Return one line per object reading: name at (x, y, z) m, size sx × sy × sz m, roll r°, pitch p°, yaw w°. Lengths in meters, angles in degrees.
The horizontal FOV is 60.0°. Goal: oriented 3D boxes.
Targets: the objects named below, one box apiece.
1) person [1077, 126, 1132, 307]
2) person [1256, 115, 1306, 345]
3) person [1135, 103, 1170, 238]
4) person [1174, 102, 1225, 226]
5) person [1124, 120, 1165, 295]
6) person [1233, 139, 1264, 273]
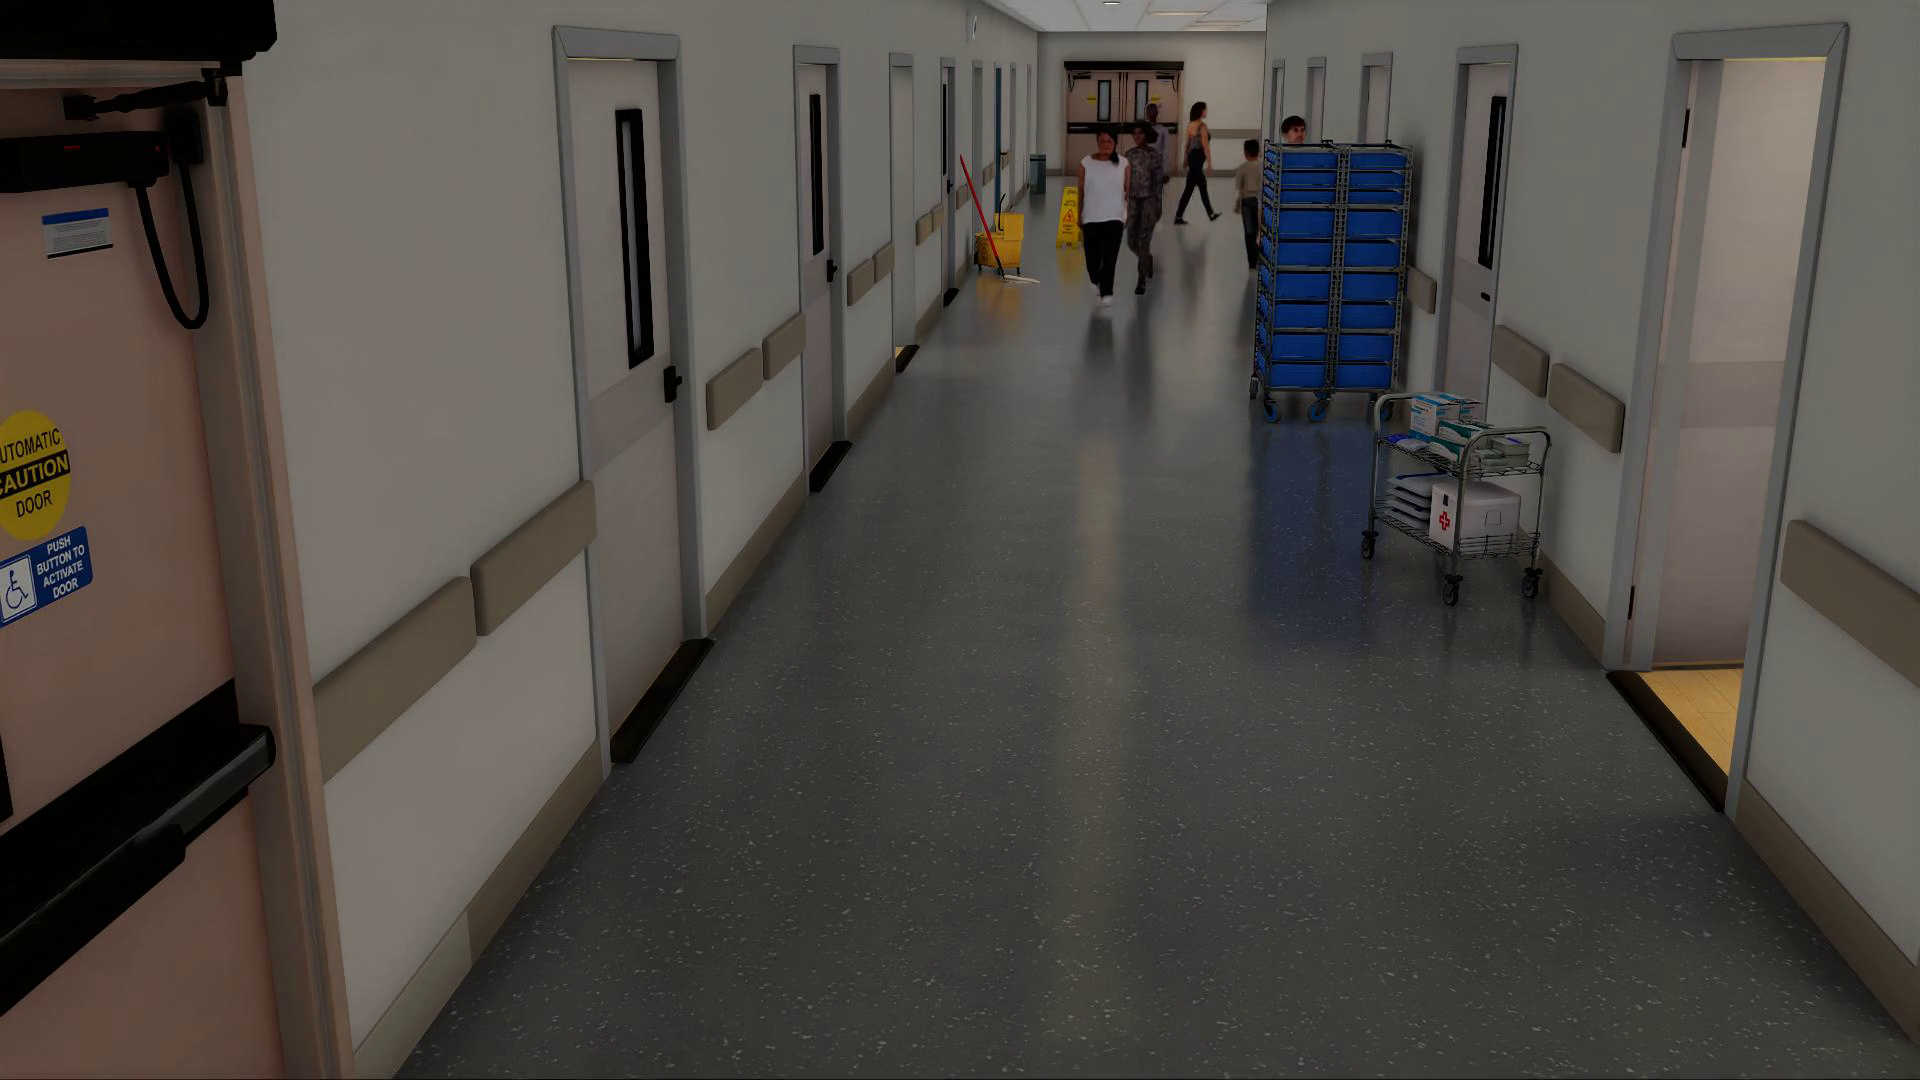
person at (1.386, -3.103, 15.971) m, size 0.700 × 1.665 × 1.004 m, roll 3°, pitch 16°, yaw 9°
person at (2.690, -2.532, 13.622) m, size 0.649 × 1.841 × 0.518 m, roll 1°, pitch 16°, yaw 5°
person at (2.618, -4.972, 22.420) m, size 0.732 × 1.763 × 0.761 m, roll 6°, pitch 17°, yaw 22°
person at (3.313, -5.376, 23.919) m, size 1.022 × 1.728 × 1.134 m, roll -7°, pitch 17°, yaw -22°
person at (1.863, -3.344, 16.768) m, size 0.771 × 1.697 × 1.025 m, roll 6°, pitch 17°, yaw 21°
person at (3.264, -3.696, 18.486) m, size 0.571 × 1.441 × 0.884 m, roll 1°, pitch 16°, yaw 5°
